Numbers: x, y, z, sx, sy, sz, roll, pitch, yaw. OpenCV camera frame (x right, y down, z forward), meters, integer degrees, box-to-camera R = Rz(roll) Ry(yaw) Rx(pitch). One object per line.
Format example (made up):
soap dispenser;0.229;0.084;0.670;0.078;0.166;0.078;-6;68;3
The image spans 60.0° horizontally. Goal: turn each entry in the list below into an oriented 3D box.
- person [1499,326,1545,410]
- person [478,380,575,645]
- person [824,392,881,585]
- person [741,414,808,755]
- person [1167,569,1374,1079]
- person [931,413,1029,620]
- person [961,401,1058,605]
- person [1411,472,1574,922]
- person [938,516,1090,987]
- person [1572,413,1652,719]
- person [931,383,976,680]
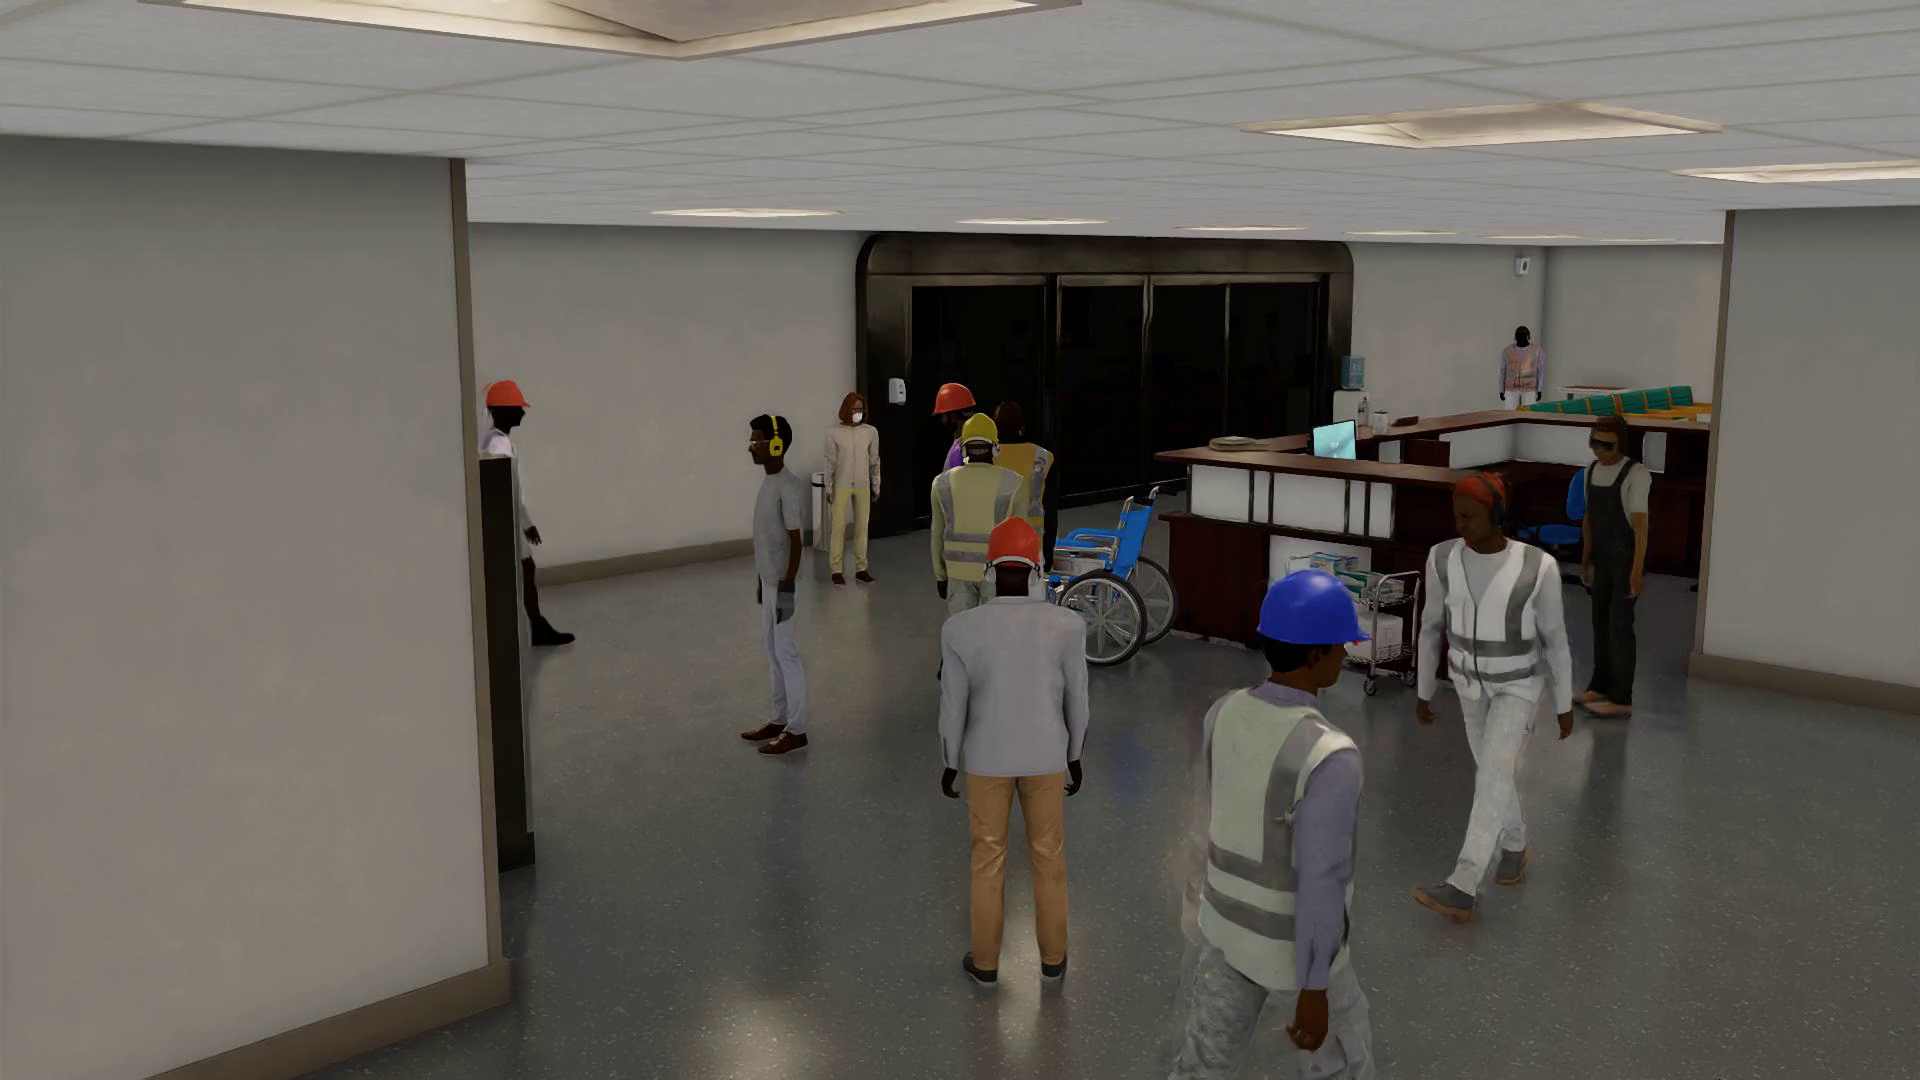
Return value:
person;8.152;-2.189;24.182;0.629;1.837;0.429;5;10;28
person;-3.229;-0.152;11.504;0.960;1.902;0.548;-2;10;-14
person;-0.908;-0.432;14.042;0.505;1.628;0.286;-4;10;-24
person;-1.022;0.240;9.156;0.324;1.871;0.526;-4;10;-23
person;0.852;1.010;4.367;0.994;1.895;0.630;-4;10;-24
person;0.124;0.176;9.705;0.592;1.826;0.404;2;10;15
person;0.302;0.049;10.471;0.624;1.833;0.431;0;9;1
person;2.212;0.627;6.905;1.010;1.821;0.617;-8;12;-42
person;0.196;0.784;6.172;0.562;1.753;0.327;-1;9;-6
person;3.877;0.149;9.893;0.417;1.824;0.583;-3;10;-17
person;0.002;-0.047;10.739;0.385;1.928;0.547;1;9;8
